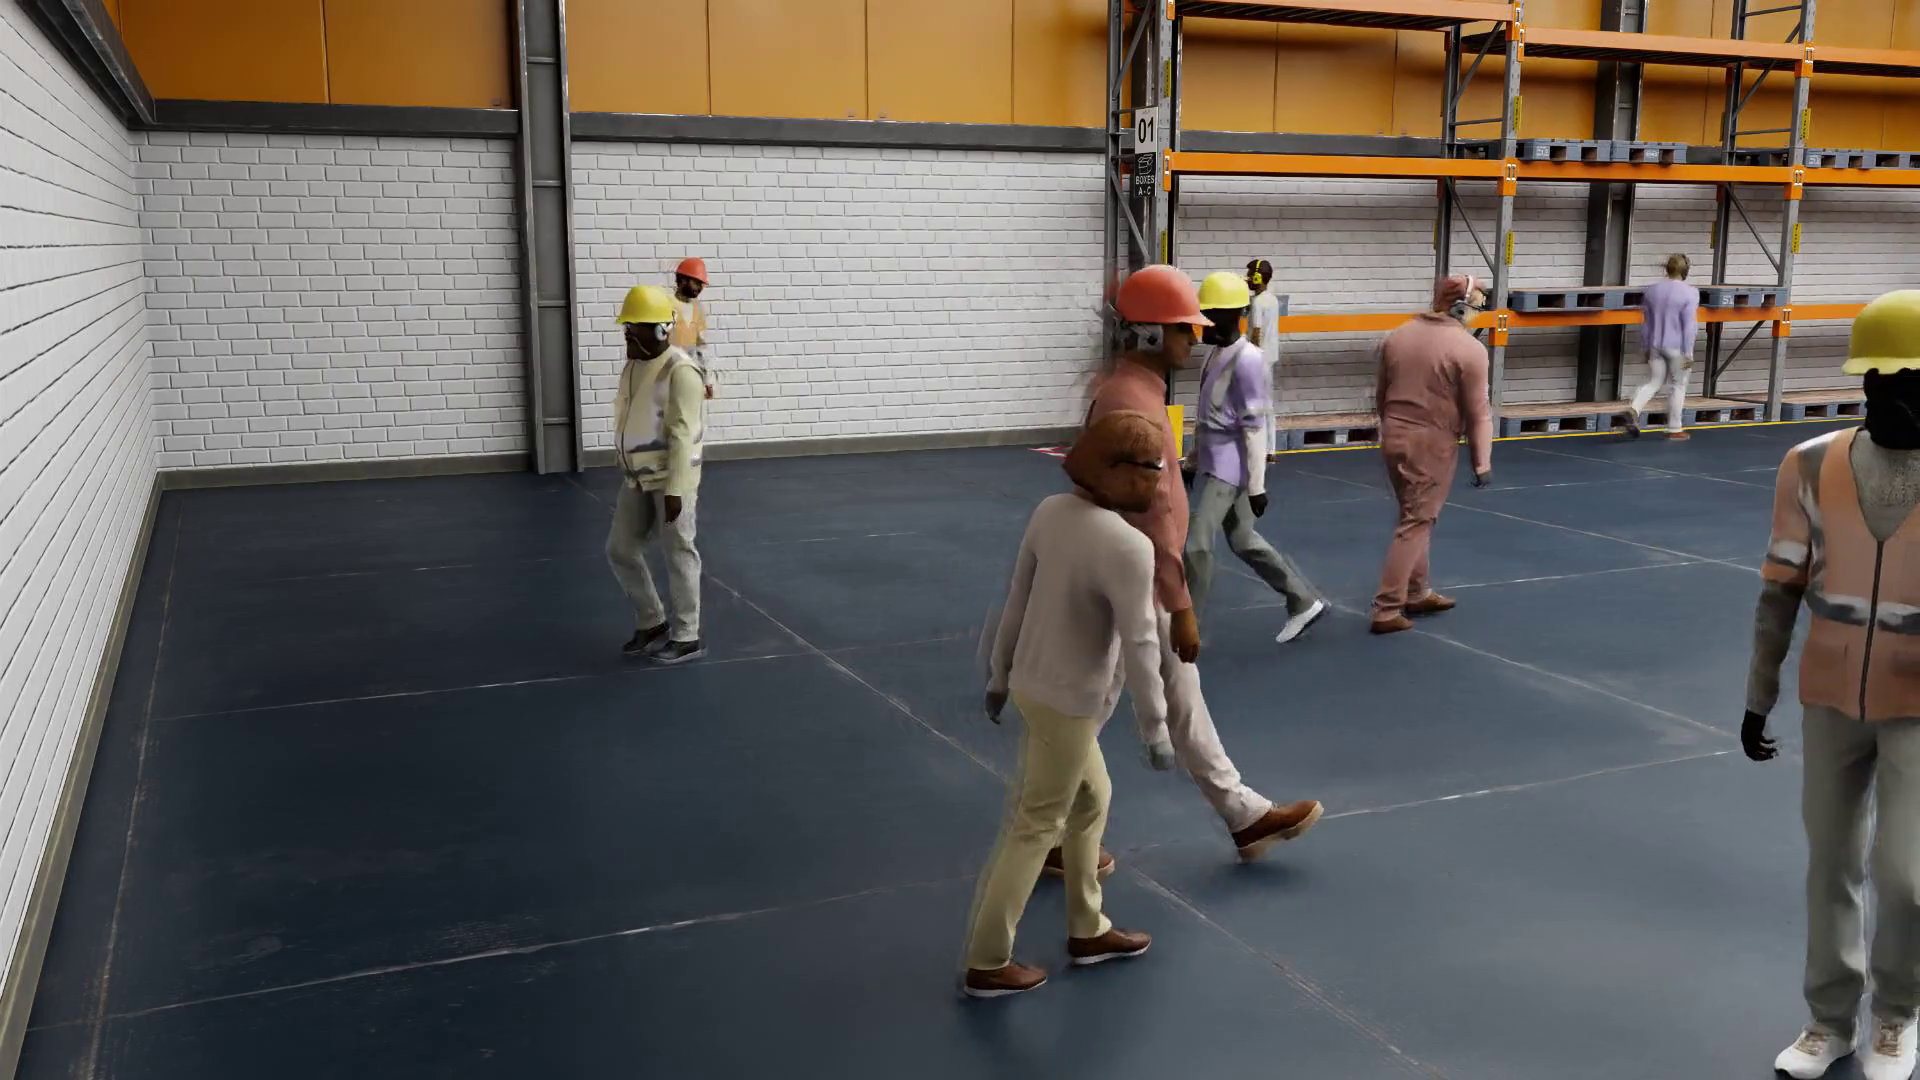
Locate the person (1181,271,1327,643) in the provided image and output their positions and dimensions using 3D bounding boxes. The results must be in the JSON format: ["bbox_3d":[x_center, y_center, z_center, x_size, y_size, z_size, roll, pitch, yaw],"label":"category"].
[{"bbox_3d":[1.384,-0.372,8.175,0.944,1.896,0.584,0,10,-3],"label":"person"}]

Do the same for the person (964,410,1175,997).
[{"bbox_3d":[0.319,0.444,4.439,0.700,1.577,0.518,-5,11,-24],"label":"person"}]

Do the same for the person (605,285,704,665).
[{"bbox_3d":[-1.451,-0.292,7.909,0.593,1.814,0.474,10,14,44],"label":"person"}]

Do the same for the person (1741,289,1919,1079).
[{"bbox_3d":[2.161,0.378,3.906,0.430,1.912,0.629,-9,13,-40],"label":"person"}]

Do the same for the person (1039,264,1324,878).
[{"bbox_3d":[0.653,0.133,5.180,1.026,1.940,0.662,1,10,6],"label":"person"}]

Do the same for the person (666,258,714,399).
[{"bbox_3d":[-2.304,-1.337,13.528,0.597,1.886,0.572,7,12,34],"label":"person"}]

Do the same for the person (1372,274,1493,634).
[{"bbox_3d":[2.479,-0.439,8.641,0.810,1.855,0.680,-5,11,-27],"label":"person"}]

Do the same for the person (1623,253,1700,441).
[{"bbox_3d":[7.109,-1.935,16.789,0.785,1.916,0.639,-6,12,-28],"label":"person"}]

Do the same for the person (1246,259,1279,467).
[{"bbox_3d":[2.706,-1.590,15.026,0.318,1.863,0.517,5,11,27],"label":"person"}]
